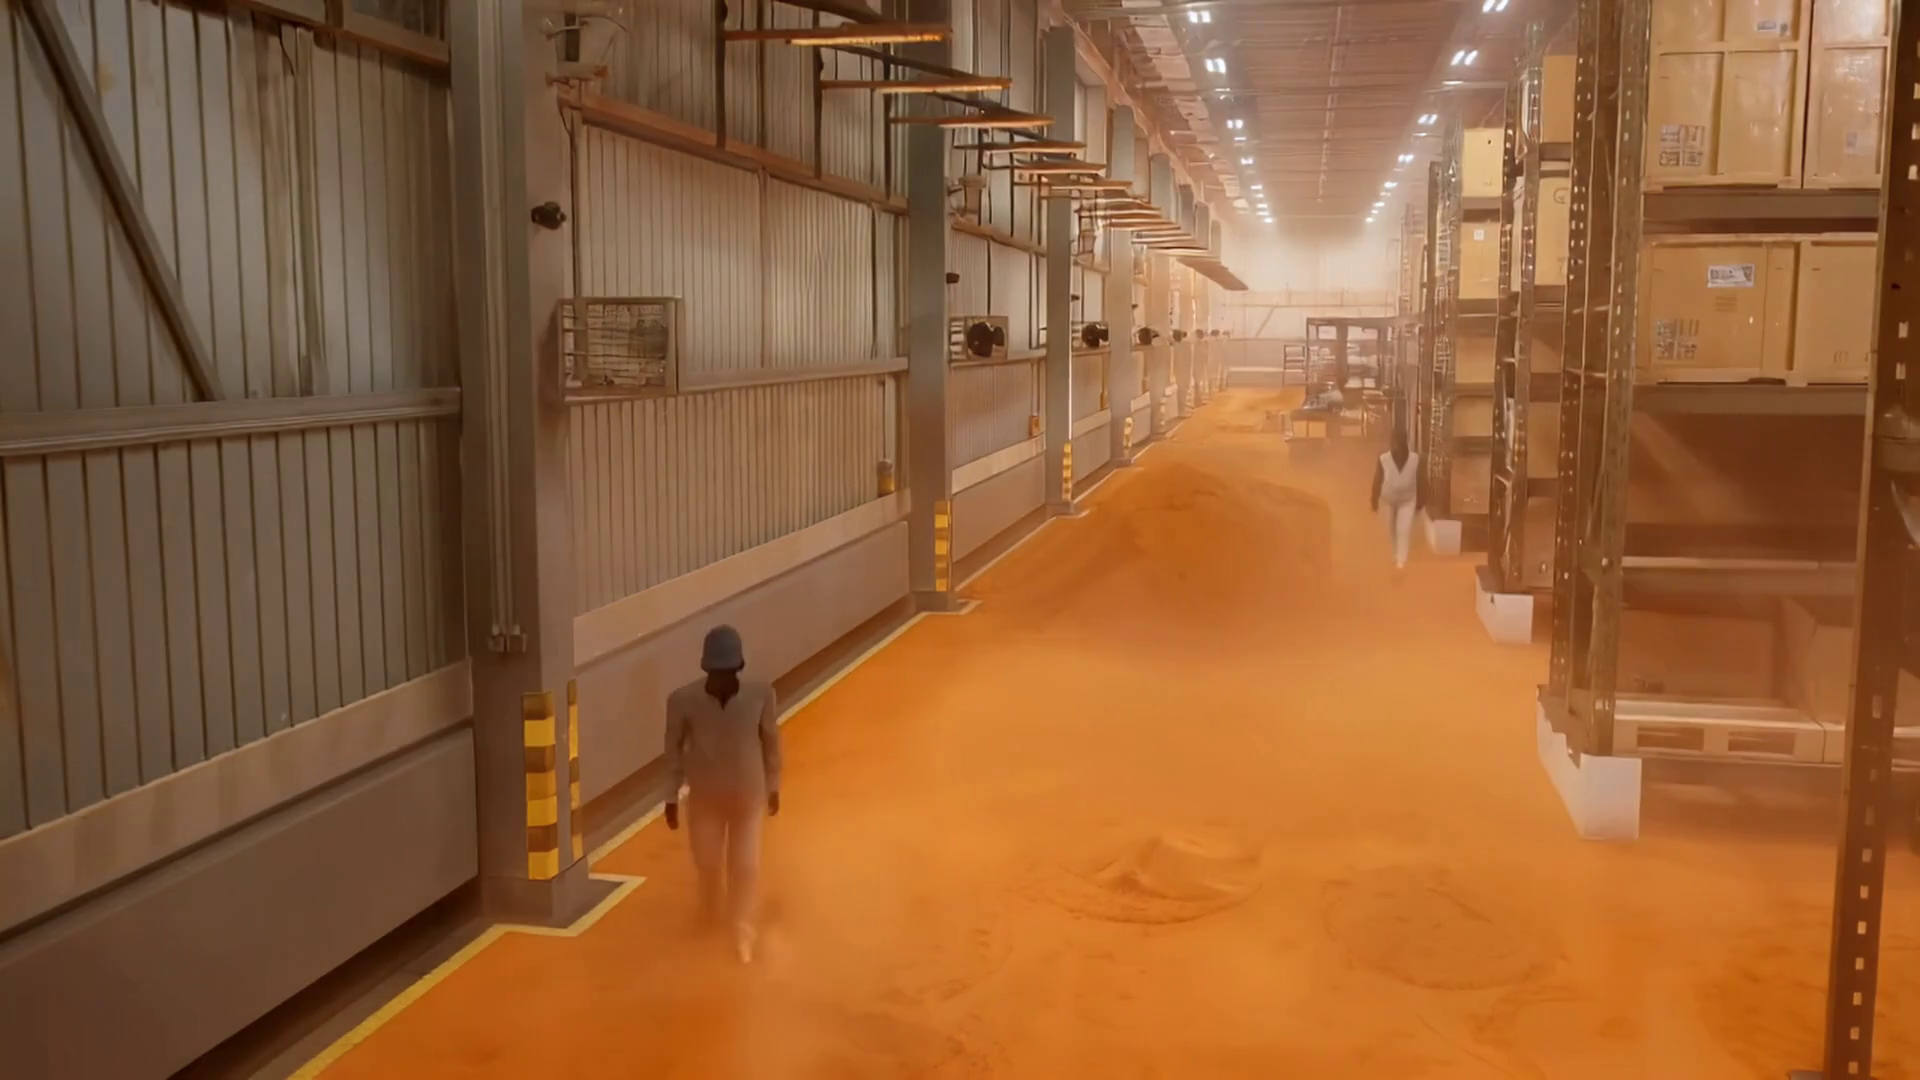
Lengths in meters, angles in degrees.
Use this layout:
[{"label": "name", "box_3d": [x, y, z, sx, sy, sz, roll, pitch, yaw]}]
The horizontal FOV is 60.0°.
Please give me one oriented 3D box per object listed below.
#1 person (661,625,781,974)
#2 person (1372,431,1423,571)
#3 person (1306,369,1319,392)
[{"label": "person", "box_3d": [-1.189, 1.229, 8.302, 0.583, 1.696, 0.765, -1, 7, -6]}, {"label": "person", "box_3d": [5.739, -0.526, 21.842, 0.633, 1.817, 0.788, 2, 7, 14]}, {"label": "person", "box_3d": [12.191, -4.992, 57.468, 0.570, 1.843, 0.372, -1, 7, -9]}]
